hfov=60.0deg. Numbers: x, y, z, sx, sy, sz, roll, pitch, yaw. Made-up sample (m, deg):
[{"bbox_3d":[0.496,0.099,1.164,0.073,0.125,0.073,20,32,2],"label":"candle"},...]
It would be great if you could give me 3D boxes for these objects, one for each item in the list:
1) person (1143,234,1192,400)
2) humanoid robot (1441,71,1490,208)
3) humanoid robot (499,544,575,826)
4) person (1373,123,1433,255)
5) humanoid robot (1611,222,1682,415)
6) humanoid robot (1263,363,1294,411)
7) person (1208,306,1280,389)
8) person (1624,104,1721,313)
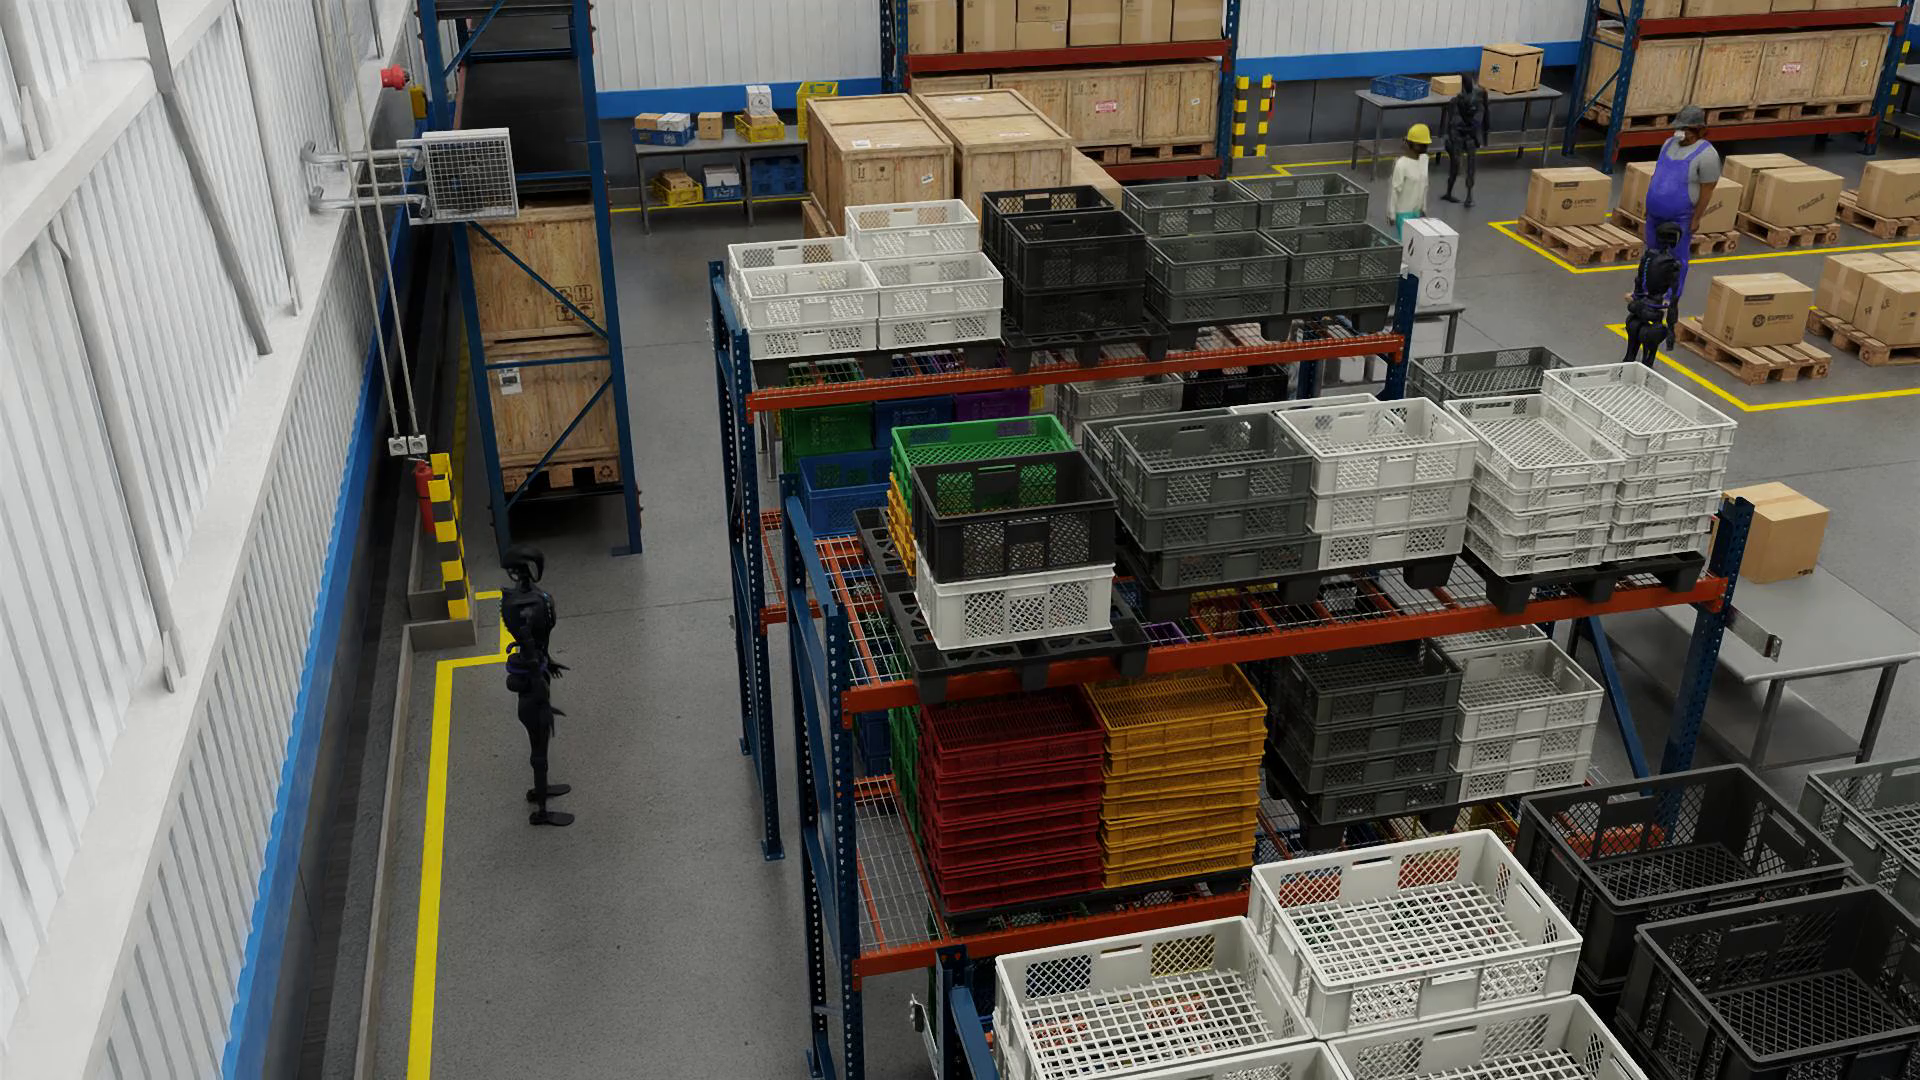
[{"bbox_3d":[1.653,-1.602,13.317,0.372,1.918,0.583,-1,28,-2],"label":"person"},{"bbox_3d":[5.937,-4.708,19.505,0.616,1.607,0.678,-3,28,-6],"label":"humanoid robot"},{"bbox_3d":[-2.291,0.768,9.062,0.331,1.657,0.599,-6,28,-11],"label":"humanoid robot"},{"bbox_3d":[4.496,-3.376,16.870,0.528,1.741,0.730,-23,35,-36],"label":"person"},{"bbox_3d":[5.857,-1.878,14.084,0.331,1.657,0.599,-6,28,-11],"label":"humanoid robot"},{"bbox_3d":[2.167,-0.512,11.506,0.465,1.633,0.645,14,31,24],"label":"humanoid robot"},{"bbox_3d":[2.196,-1.327,12.718,0.610,1.991,0.397,1,28,1],"label":"person"},{"bbox_3d":[6.980,-3.254,16.321,0.536,2.000,0.687,-12,30,-22],"label":"person"}]
